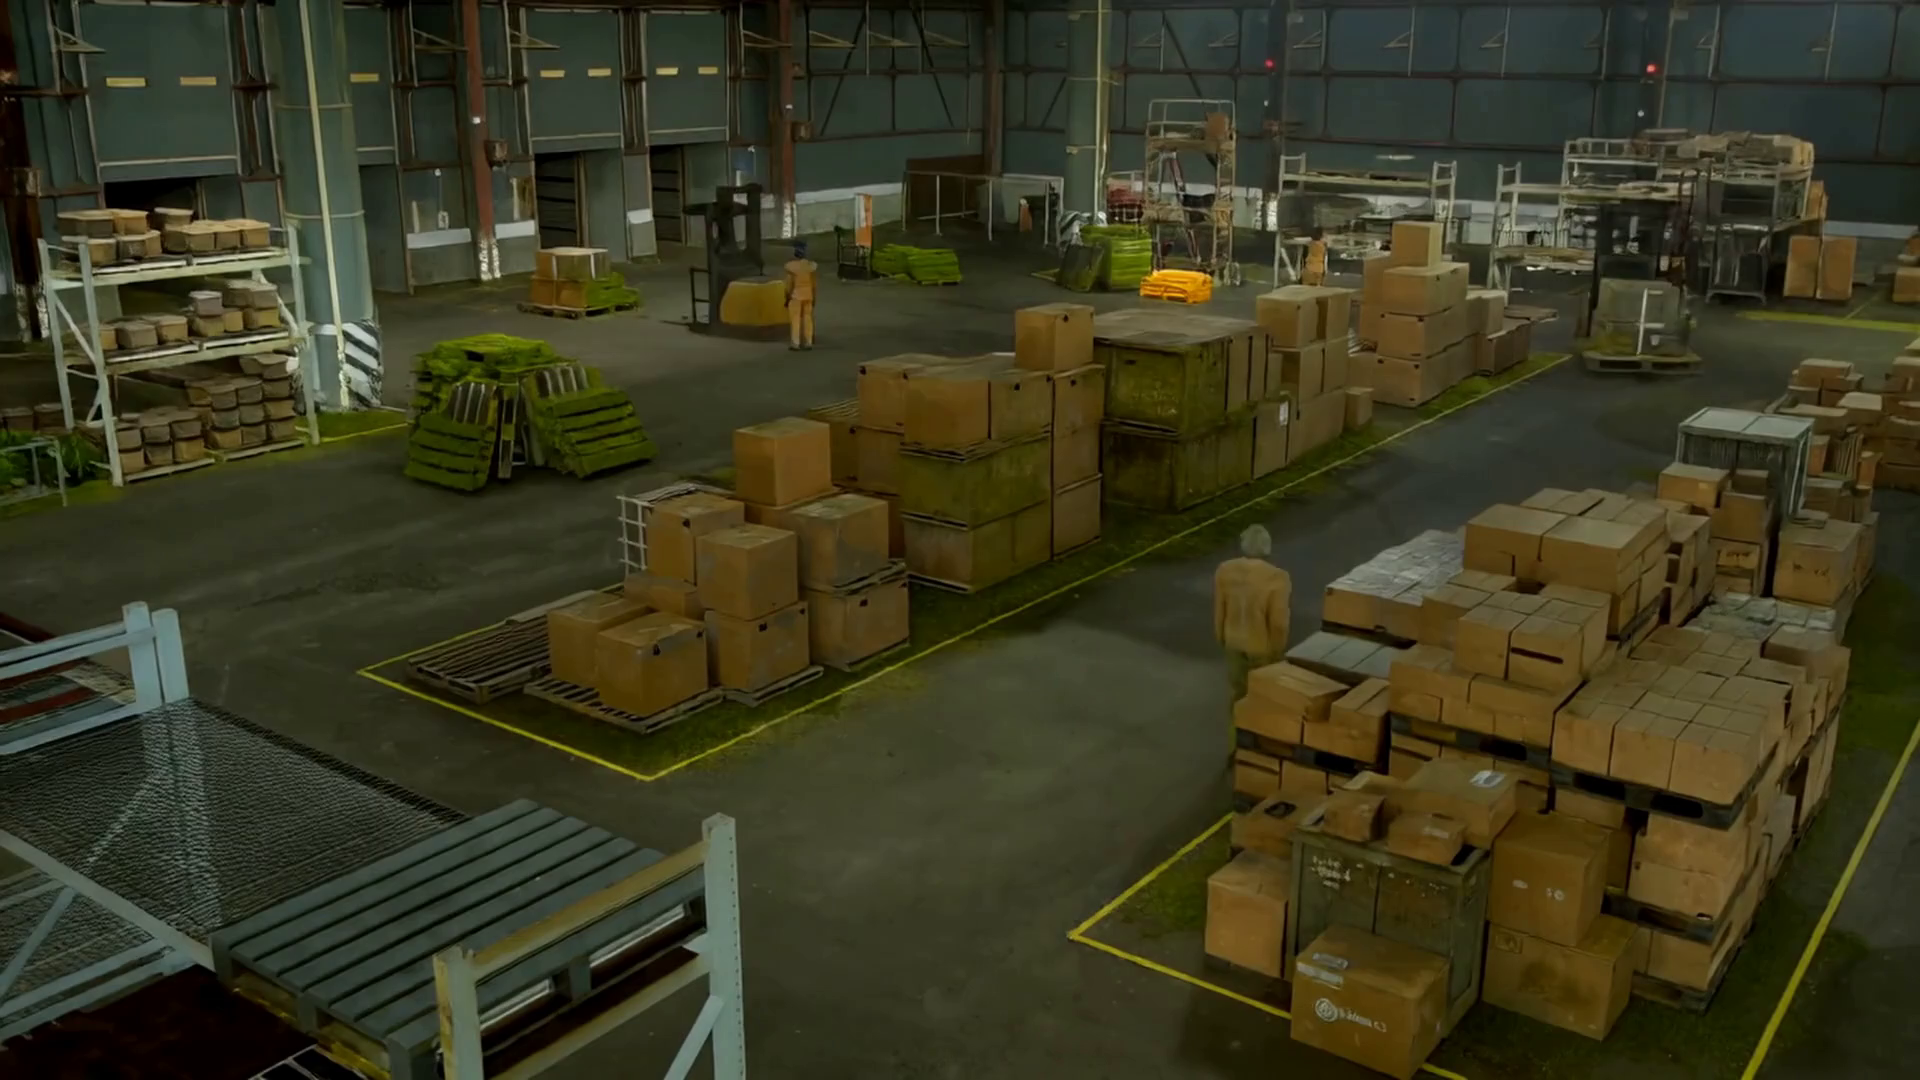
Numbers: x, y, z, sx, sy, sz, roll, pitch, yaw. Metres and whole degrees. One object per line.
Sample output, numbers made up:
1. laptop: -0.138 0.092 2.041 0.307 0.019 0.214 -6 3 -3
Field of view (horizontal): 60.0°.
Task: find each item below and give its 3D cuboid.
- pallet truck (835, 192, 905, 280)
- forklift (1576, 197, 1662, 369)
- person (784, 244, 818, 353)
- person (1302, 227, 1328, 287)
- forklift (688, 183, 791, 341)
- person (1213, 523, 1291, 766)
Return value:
1. pallet truck: -1.936 -7.159 38.982 1.885 1.965 0.823 -12 21 -34
2. forklift: 11.394 -4.480 28.610 1.129 2.768 1.873 4 17 12
3. person: -2.833 -4.309 29.668 0.639 1.928 0.369 -9 19 -27
4. person: 7.321 -5.590 34.308 0.532 1.693 0.319 10 20 31
5. forklift: -4.092 -5.262 31.198 1.873 2.768 1.129 12 21 35
6. person: 2.229 0.800 12.764 0.651 1.915 0.514 11 20 33
